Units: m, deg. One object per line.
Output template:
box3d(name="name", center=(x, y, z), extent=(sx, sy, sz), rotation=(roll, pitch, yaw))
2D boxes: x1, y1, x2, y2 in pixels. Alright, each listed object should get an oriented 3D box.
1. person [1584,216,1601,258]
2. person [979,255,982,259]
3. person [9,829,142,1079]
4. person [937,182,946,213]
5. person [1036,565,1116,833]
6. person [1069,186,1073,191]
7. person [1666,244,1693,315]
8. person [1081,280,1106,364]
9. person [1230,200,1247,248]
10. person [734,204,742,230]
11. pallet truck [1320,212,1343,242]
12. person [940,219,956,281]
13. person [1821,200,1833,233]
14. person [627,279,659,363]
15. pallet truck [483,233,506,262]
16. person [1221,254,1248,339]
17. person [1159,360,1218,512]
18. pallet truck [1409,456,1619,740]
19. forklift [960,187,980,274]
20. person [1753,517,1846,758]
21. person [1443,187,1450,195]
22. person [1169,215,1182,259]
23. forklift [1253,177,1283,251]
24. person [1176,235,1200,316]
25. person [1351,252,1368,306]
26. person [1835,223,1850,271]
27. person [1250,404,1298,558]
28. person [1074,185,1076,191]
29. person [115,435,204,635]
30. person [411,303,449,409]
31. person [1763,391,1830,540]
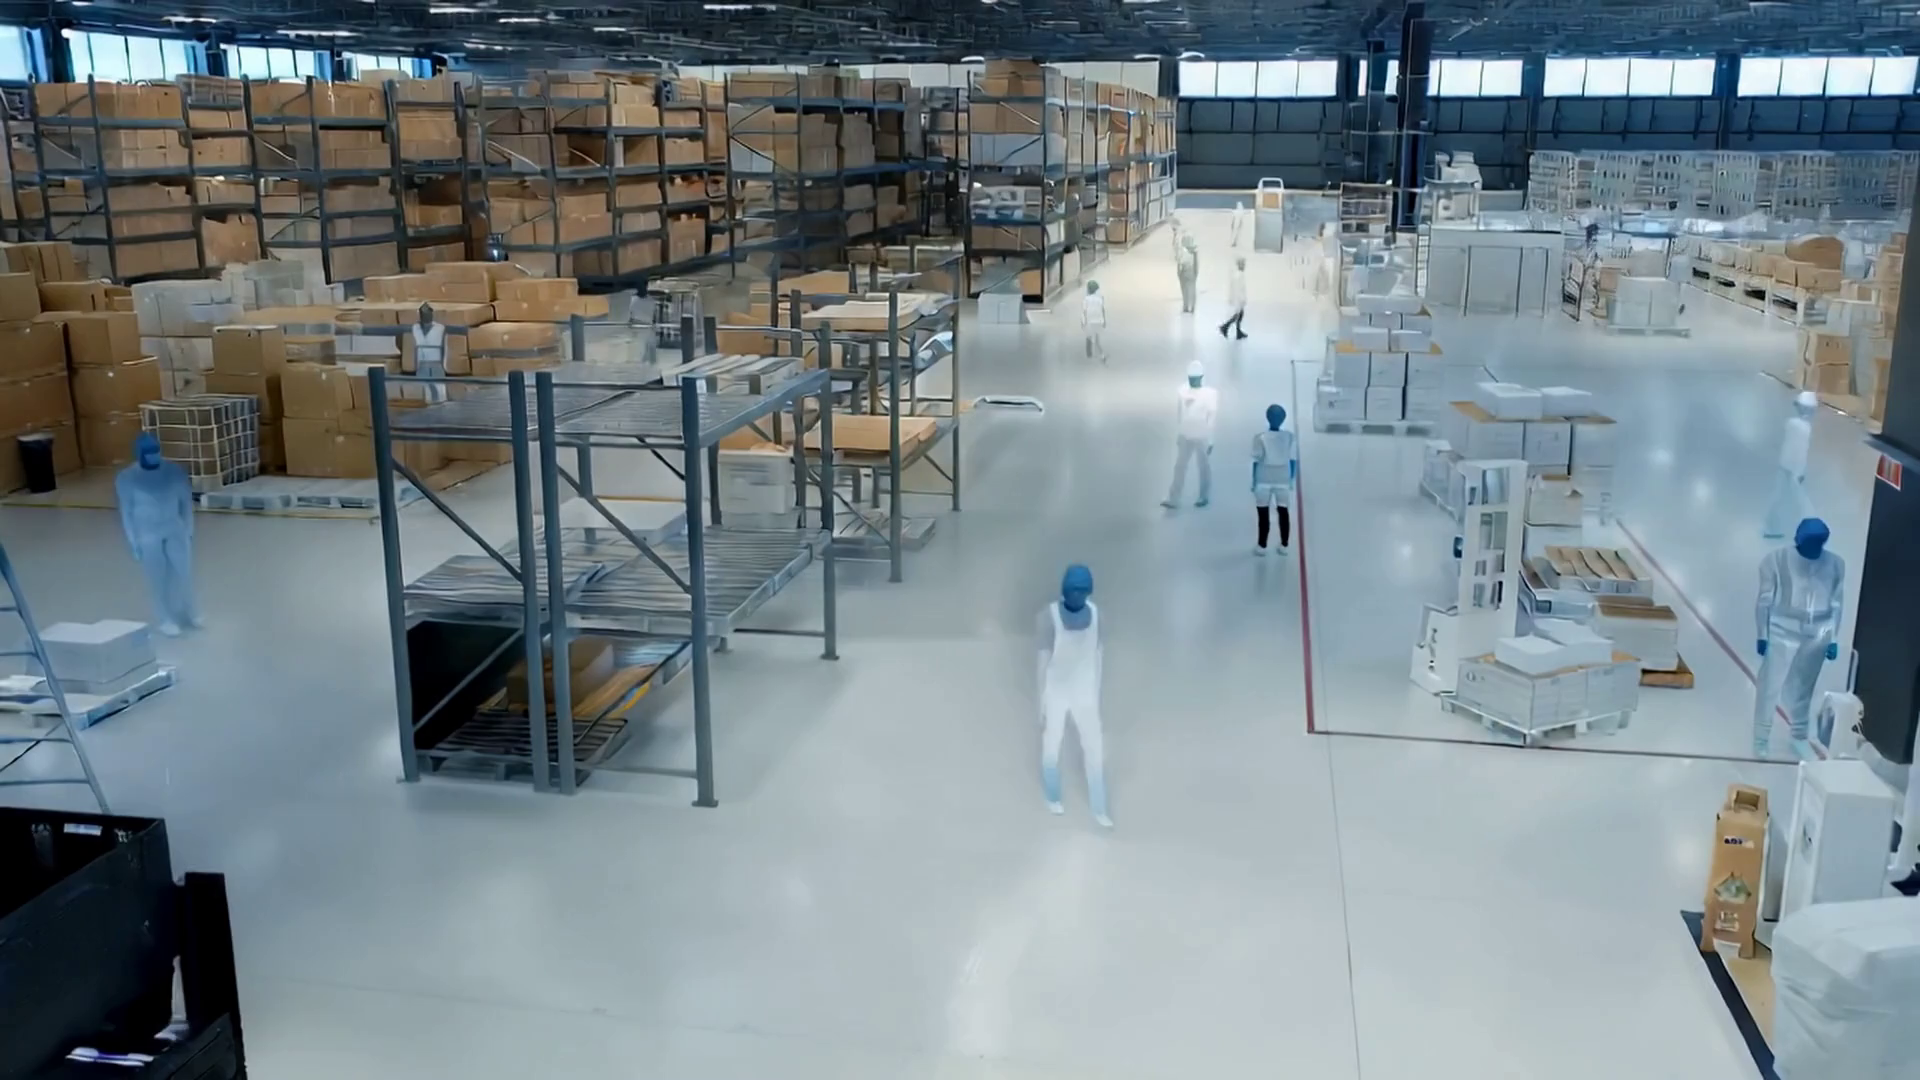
box3d(name="person", center=(22.257, -10.576, 58.623), extent=(0.564, 1.666, 0.537), rotation=(-1, 14, -2))
box3d(name="person", center=(0.839, -9.279, 53.316), extent=(0.535, 1.697, 0.318), rotation=(-8, 16, -29))
box3d(name="person", center=(-3.596, 2.056, 6.871), extent=(0.543, 1.905, 0.537), rotation=(5, 15, 19))
box3d(name="person", center=(-1.018, -19.512, 94.815), extent=(0.606, 1.727, 0.423), rotation=(4, 14, 15))
box3d(name="person", center=(0.760, 1.064, 11.093), extent=(0.536, 1.811, 0.858), rotation=(-4, 14, -16))
box3d(name="person", center=(5.753, -17.601, 86.918), extent=(0.650, 1.789, 0.981), rotation=(0, 14, 1))
box3d(name="person", center=(18.155, -6.555, 41.996), extent=(0.616, 1.819, 0.429), rotation=(3, 14, 10))
box3d(name="person", center=(2.698, -4.353, 33.328), extent=(0.538, 1.689, 0.447), rotation=(-6, 15, -25))
box3d(name="person", center=(11.059, -12.554, 66.203), extent=(0.637, 1.905, 0.775), rotation=(4, 14, 17))
box3d(name="person", center=(-9.602, -13.920, 71.768), extent=(0.567, 1.882, 0.978), rotation=(0, 14, -1))
box3d(name="pallet truck", center=(15.874, -13.227, 70.310), extent=(0.680, 1.201, 1.601), rotation=(10, 17, 35))
box3d(name="person", center=(-0.303, -9.046, 51.940), extent=(0.651, 1.904, 0.403), rotation=(-8, 16, -29))
box3d(name="person", center=(35.663, -13.102, 68.612), extent=(0.527, 1.808, 0.620), rotation=(6, 15, 22))
box3d(name="person", center=(-5.855, -3.892, 30.977), extent=(0.635, 1.911, 0.996), rotation=(-13, 19, -42))
box3d(name="pallet truck", center=(-11.832, -7.026, 43.548), extent=(1.885, 1.965, 0.823), rotation=(8, 16, 28))
box3d(name="person", center=(6.186, -5.448, 37.305), extent=(0.699, 1.924, 0.562), rotation=(-7, 15, -26))
box3d(name="person", center=(2.837, -1.261, 20.369), extent=(0.618, 1.876, 0.960), rotation=(11, 18, 38))
box3d(name="pallet truck", center=(4.504, 0.400, 13.395), extent=(0.823, 1.965, 1.885), rotation=(-6, 15, -23))
box3d(name="forklift", center=(0.649, -10.138, 54.362), extent=(1.129, 2.768, 1.873), rotation=(3, 14, 10))
box3d(name="person", center=(6.246, 0.726, 12.400), extent=(0.622, 1.842, 0.429), rotation=(1, 14, 5))
box3d(name="person", center=(23.521, -16.152, 80.598), extent=(0.375, 1.997, 0.608), rotation=(-9, 17, -33))
box3d(name="person", center=(7.831, -11.026, 60.565), extent=(0.501, 1.617, 0.586), rotation=(6, 15, 24))
box3d(name="forklift", center=(12.083, -12.747, 64.956), extent=(1.129, 2.768, 1.873), rotation=(3, 14, 10))
box3d(name="person", center=(5.722, -6.696, 42.117), extent=(0.536, 2.000, 0.688), rotation=(12, 18, 40))
box3d(name="person", center=(9.482, -5.846, 39.103), extent=(0.920, 1.831, 0.518), rotation=(8, 16, 29))
box3d(name="person", center=(27.883, -9.139, 52.608), extent=(0.328, 1.765, 0.527), rotation=(-6, 15, -25))
box3d(name="person", center=(3.435, -0.643, 18.248), extent=(0.541, 1.695, 0.316), rotation=(-3, 14, -11))
box3d(name="person", center=(5.900, -17.152, 84.876), extent=(0.604, 1.882, 1.015), rotation=(0, 14, -1))
box3d(name="person", center=(-7.383, -0.034, 15.355), extent=(0.655, 1.907, 0.513), rotation=(-9, 17, -33))
box3d(name="person", center=(-8.521, -2.852, 26.762), extent=(0.596, 1.918, 0.384), rotation=(1, 14, 5))
box3d(name="person", center=(9.612, -0.832, 18.945), extent=(0.781, 1.736, 0.534), rotation=(-1, 14, -3))
